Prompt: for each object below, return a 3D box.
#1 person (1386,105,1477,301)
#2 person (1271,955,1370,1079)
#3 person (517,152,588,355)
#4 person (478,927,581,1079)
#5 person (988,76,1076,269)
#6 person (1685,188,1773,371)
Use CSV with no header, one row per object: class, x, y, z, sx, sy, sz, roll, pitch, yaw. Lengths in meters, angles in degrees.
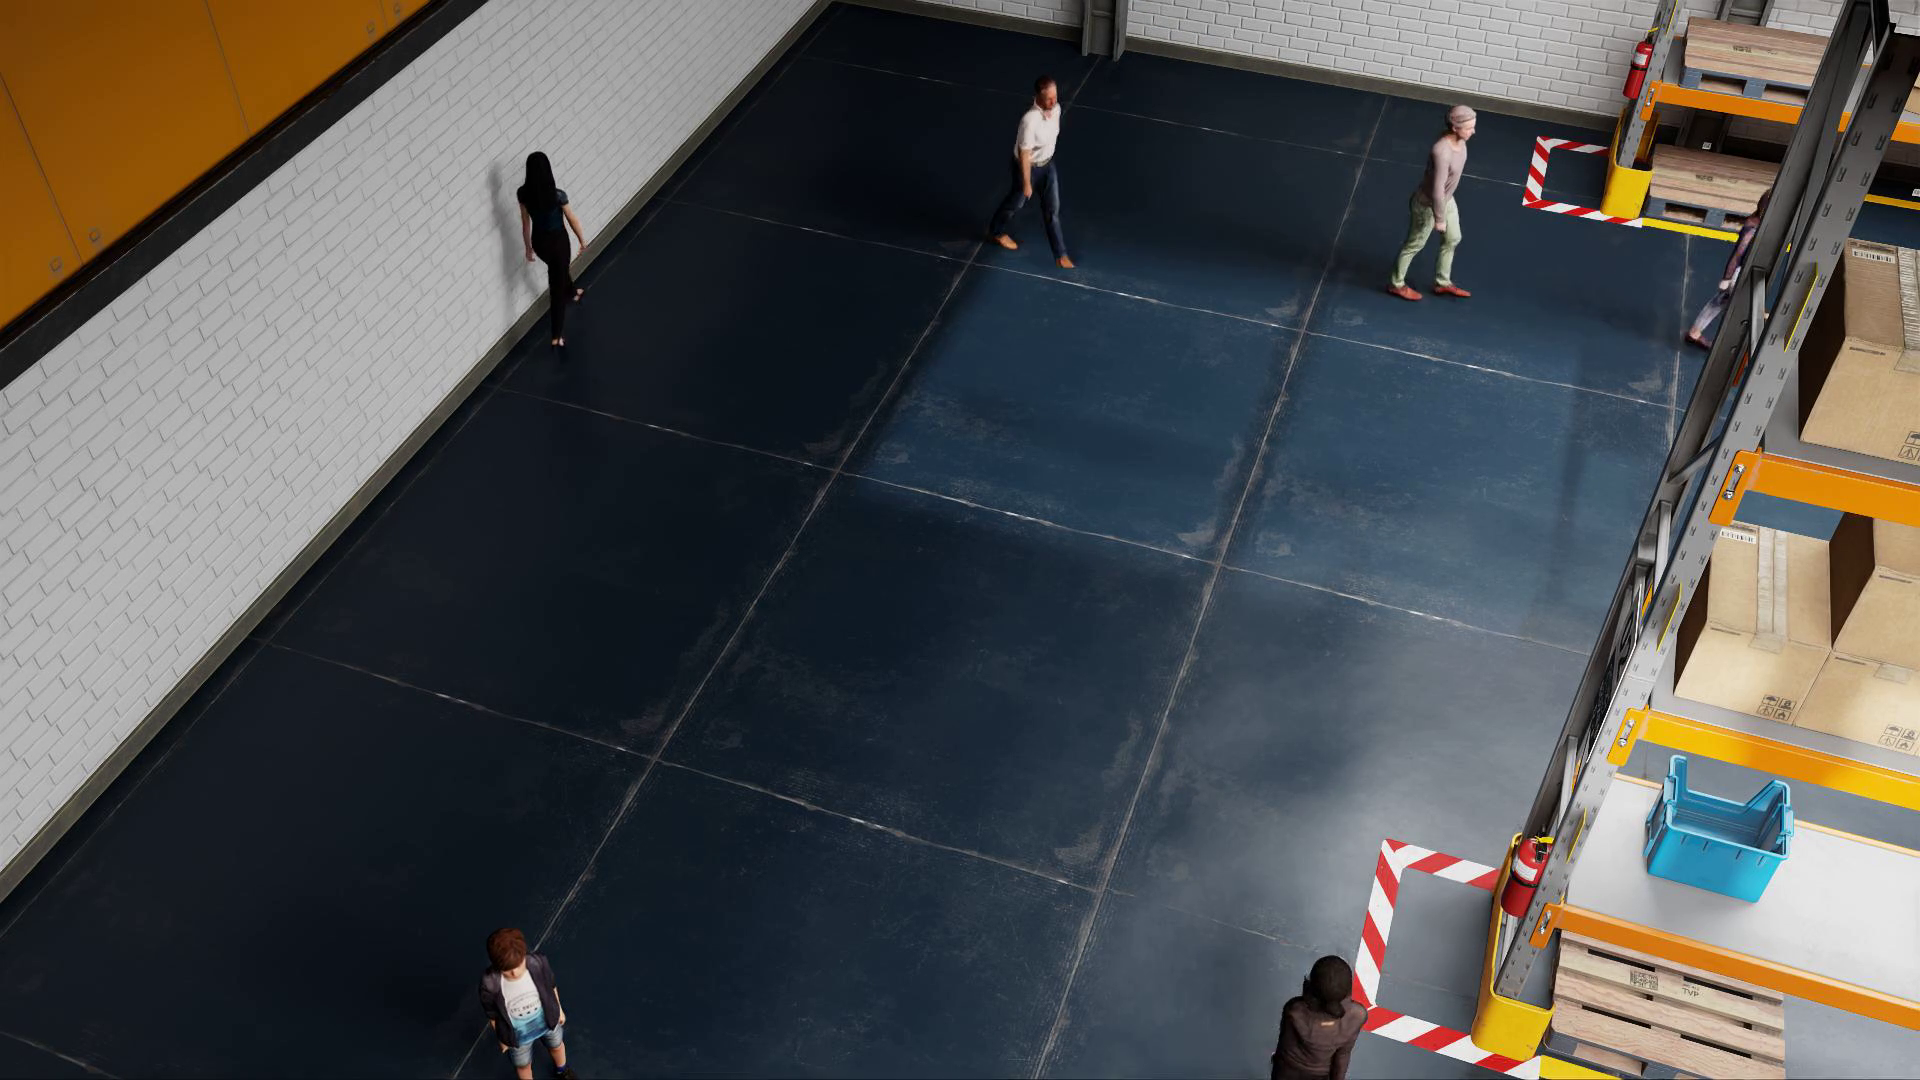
person,3.838,-2.800,13.811,0.962,1.848,0.782,20,47,20
person,1.747,2.487,8.418,1.107,1.632,0.786,33,53,30
person,-3.295,-2.270,13.367,1.069,1.694,0.804,6,44,6
person,-2.222,2.469,8.572,0.626,1.447,0.670,-24,49,-23
person,0.550,-3.228,14.295,1.333,1.801,1.050,31,51,28
person,6.207,-2.129,13.307,1.058,1.572,0.833,30,51,27
